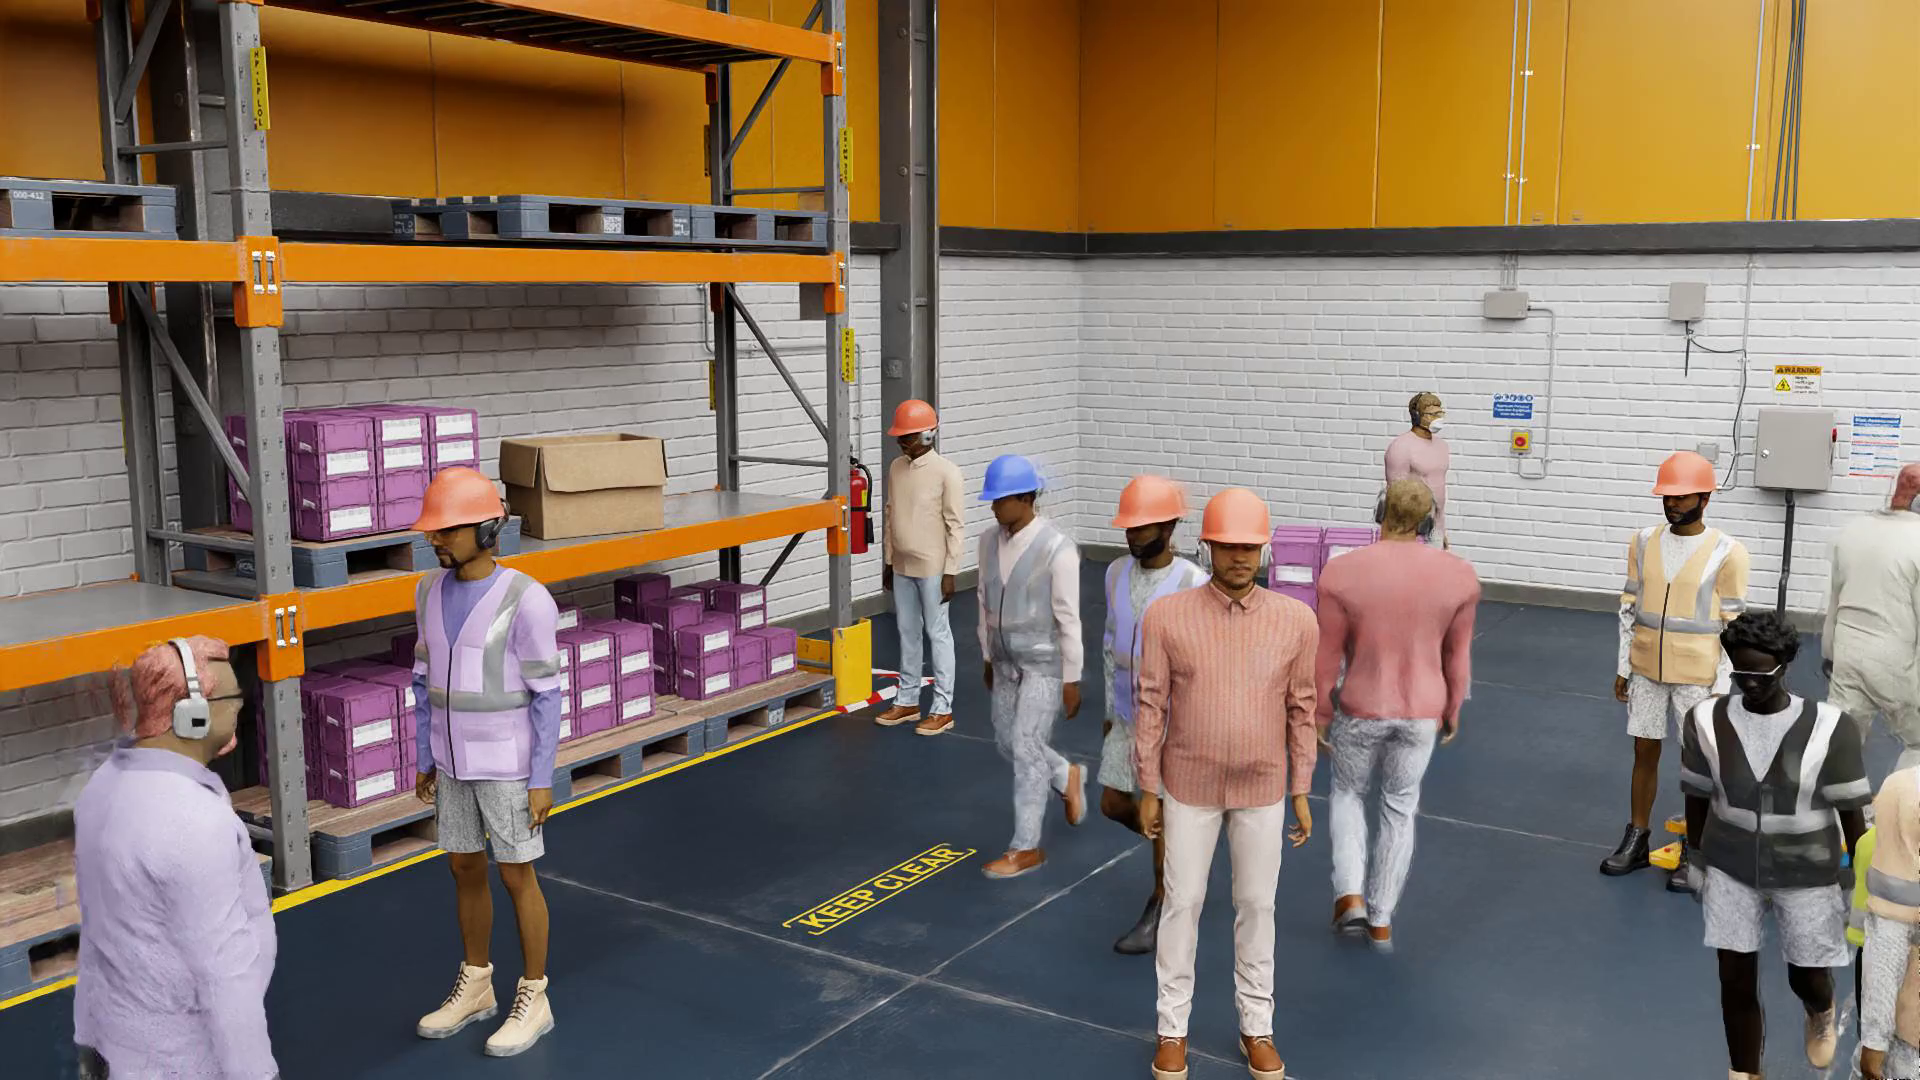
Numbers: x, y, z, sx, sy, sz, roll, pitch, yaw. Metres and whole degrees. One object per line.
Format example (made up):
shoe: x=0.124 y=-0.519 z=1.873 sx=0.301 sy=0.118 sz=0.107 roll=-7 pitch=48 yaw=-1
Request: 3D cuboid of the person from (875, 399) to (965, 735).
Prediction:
person: x=-0.245 y=0.158 z=9.869 sx=0.608 sy=1.986 sz=0.391 roll=9 pitch=12 yaw=44

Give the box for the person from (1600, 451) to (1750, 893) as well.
person: x=3.147 y=0.572 z=7.329 sx=0.355 sy=1.939 sz=0.543 roll=-8 pitch=12 yaw=-42

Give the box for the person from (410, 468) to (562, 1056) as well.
person: x=-1.666 y=0.764 z=5.743 sx=0.614 sy=2.040 sz=0.390 roll=5 pitch=10 yaw=28

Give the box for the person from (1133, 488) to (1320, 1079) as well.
person: x=0.887 y=0.816 z=5.553 sx=0.612 sy=1.997 sz=0.375 roll=0 pitch=9 yaw=0

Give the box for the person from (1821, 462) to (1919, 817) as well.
person: x=4.217 y=0.571 z=7.533 sx=0.697 sy=1.868 sz=0.799 roll=-2 pitch=9 yaw=-14

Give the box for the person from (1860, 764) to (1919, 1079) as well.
person: x=2.384 y=1.110 z=3.886 sx=0.569 sy=1.929 sz=0.408 roll=2 pitch=9 yaw=11

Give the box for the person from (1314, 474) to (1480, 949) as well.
person: x=1.716 y=0.689 z=6.650 sx=0.641 sy=1.916 sz=0.427 roll=1 pitch=9 yaw=7

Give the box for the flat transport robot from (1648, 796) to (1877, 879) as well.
flat transport robot: x=3.859 y=1.347 z=7.688 sx=1.431 sy=0.197 sz=0.652 roll=-7 pitch=11 yaw=-39

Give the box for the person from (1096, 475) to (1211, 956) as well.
person: x=0.805 y=0.684 z=6.656 sx=0.531 sy=1.920 sz=0.566 roll=-8 pitch=12 yaw=-43

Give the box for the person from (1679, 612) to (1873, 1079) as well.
person: x=2.578 y=1.023 z=5.252 sx=0.574 sy=1.670 sz=0.601 roll=7 pitch=11 yaw=39

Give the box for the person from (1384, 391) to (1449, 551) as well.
person: x=3.123 y=-0.042 z=11.320 sx=0.630 sy=1.940 sz=0.372 roll=-8 pitch=12 yaw=-44

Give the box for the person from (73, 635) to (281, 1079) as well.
person: x=-1.879 y=1.157 z=3.824 sx=0.975 sy=1.866 sz=0.636 roll=-7 pitch=11 yaw=-38

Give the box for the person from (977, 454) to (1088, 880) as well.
person: x=0.374 y=0.541 z=7.624 sx=0.753 sy=1.915 sz=0.648 roll=-8 pitch=12 yaw=-42
